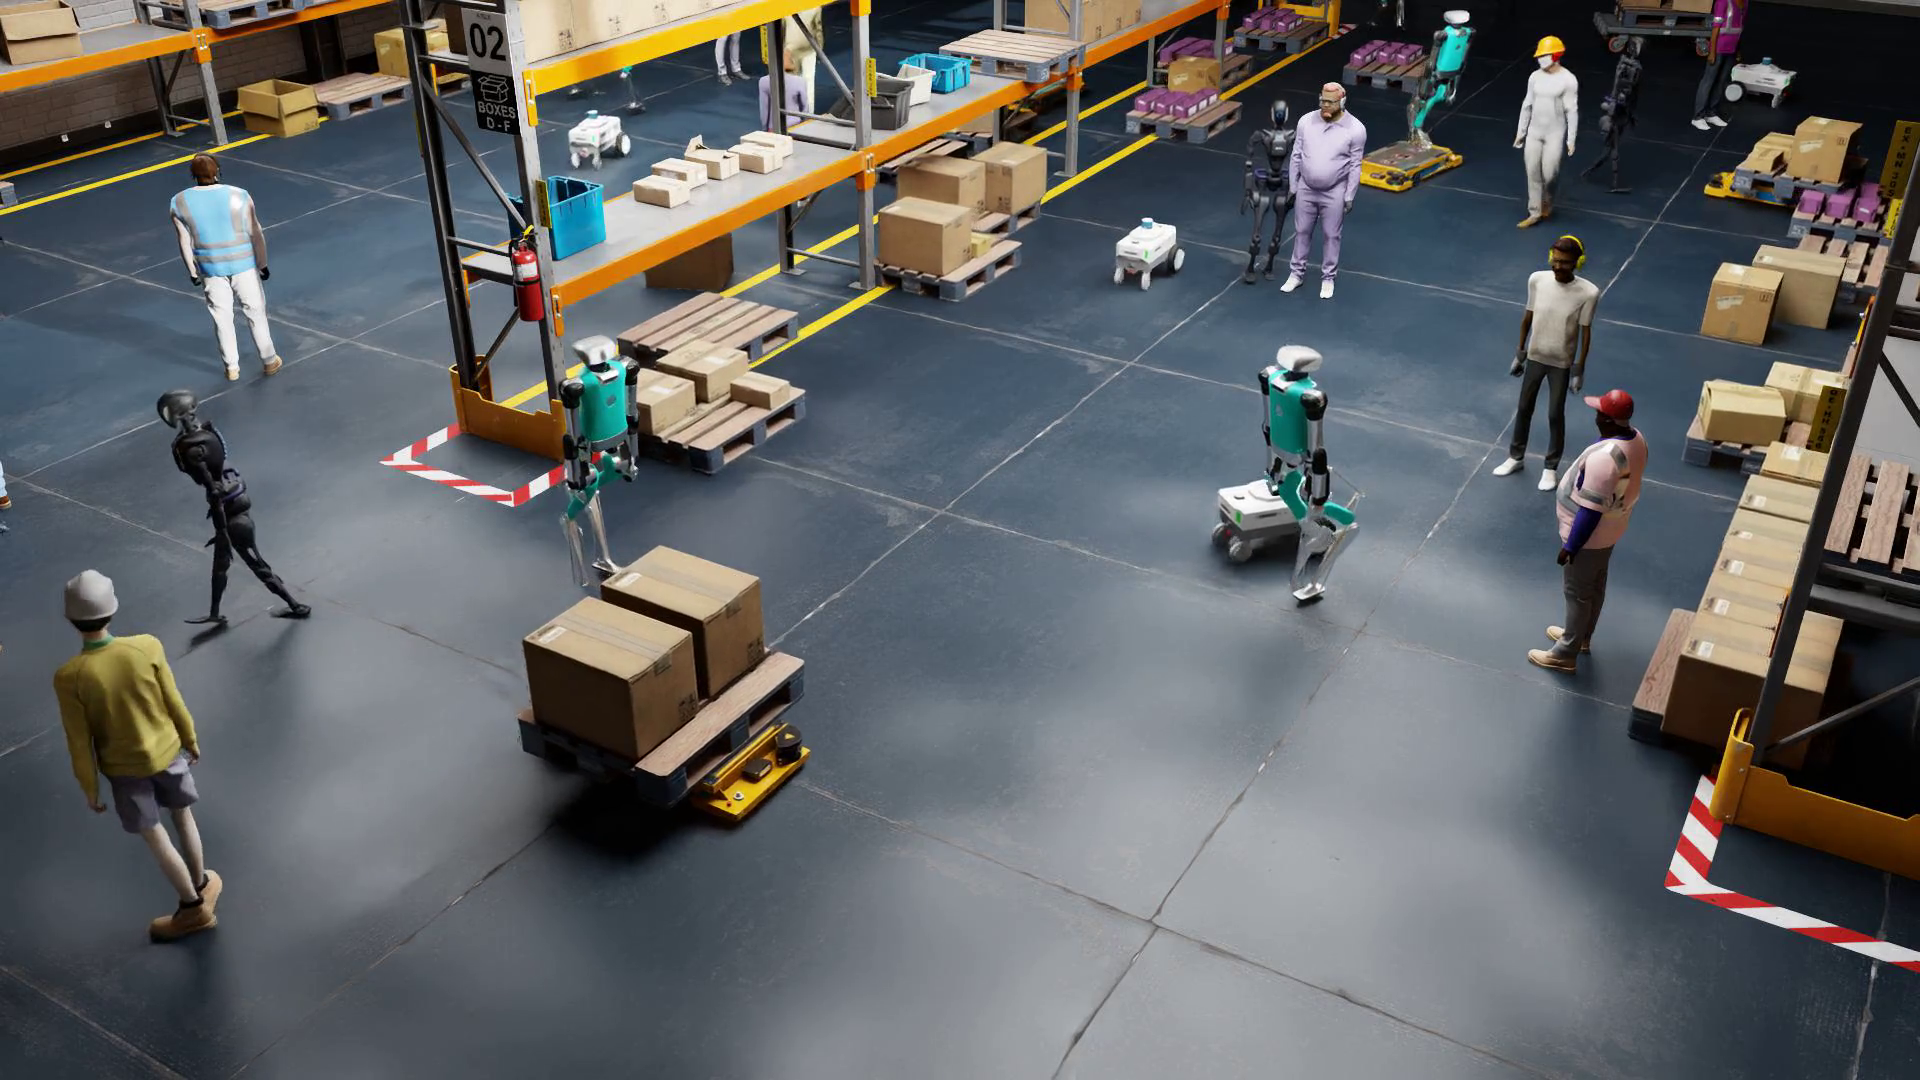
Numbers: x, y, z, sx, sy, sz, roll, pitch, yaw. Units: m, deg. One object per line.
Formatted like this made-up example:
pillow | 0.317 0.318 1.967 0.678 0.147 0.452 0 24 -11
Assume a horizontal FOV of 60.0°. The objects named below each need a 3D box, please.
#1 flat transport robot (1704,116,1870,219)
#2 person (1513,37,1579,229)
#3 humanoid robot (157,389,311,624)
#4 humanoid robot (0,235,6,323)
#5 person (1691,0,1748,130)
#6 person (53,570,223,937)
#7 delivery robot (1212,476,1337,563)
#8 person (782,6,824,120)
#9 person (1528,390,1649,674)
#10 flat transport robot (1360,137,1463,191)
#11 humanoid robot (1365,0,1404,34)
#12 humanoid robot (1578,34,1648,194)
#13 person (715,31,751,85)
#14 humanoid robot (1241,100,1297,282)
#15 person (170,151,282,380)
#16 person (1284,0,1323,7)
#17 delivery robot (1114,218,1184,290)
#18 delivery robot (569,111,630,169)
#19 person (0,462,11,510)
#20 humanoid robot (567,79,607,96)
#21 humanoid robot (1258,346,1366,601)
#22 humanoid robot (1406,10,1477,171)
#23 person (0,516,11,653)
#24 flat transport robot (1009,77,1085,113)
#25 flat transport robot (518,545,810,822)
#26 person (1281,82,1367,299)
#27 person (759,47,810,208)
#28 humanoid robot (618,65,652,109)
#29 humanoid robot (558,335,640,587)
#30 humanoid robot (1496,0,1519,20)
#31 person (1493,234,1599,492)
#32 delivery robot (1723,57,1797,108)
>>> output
flat transport robot | 8.626 -3.641 17.383 1.431 0.231 0.659 22 36 33
person | 5.842 -4.031 16.468 0.623 1.856 0.582 24 37 36
humanoid robot | -4.383 -0.182 9.870 0.721 1.622 0.585 -14 32 -23
humanoid robot | -8.618 -2.692 14.285 0.549 1.641 0.593 26 39 38
person | 9.003 -5.781 19.563 0.514 1.848 0.337 -16 33 -26
person | -3.737 0.994 7.560 0.523 1.876 0.418 -21 36 -32
delivery robot | 2.070 -0.187 10.970 0.783 0.584 0.499 -9 31 -15
person | -1.913 -5.852 19.830 0.580 1.703 0.905 -3 30 -6
person | 3.607 -0.059 9.537 0.420 1.754 0.602 21 36 33
flat transport robot | 4.876 -4.117 18.224 0.659 0.231 1.431 24 37 36
humanoid robot | 6.269 -8.217 24.073 0.541 1.827 0.937 -8 31 -14
humanoid robot | 6.896 -4.472 17.479 0.641 1.674 0.593 26 38 38
person | -2.979 -6.895 21.432 0.424 1.950 0.491 24 37 35
humanoid robot | 2.858 -3.136 15.054 0.602 1.657 0.408 0 29 1
person | -5.800 -2.168 13.180 0.630 1.843 0.429 -9 31 -16
person | 5.209 -8.988 25.374 0.800 1.710 0.588 3 30 6
delivery robot | 1.730 -2.679 15.405 0.499 0.608 0.799 15 33 25
delivery robot | -4.069 -4.500 18.624 0.499 0.608 0.803 8 30 13
person | -6.793 -1.040 11.029 0.376 1.997 0.610 14 32 23
humanoid robot | -4.796 -6.305 20.633 0.822 1.787 0.562 -24 37 -36
humanoid robot | 2.179 -0.345 10.162 0.777 1.869 0.540 -15 33 -24
humanoid robot | 5.134 -4.953 18.233 0.530 1.753 0.921 -14 32 -23
person | -5.802 -0.033 9.320 0.706 1.922 0.820 22 36 34
flat transport robot | 0.957 -5.630 20.901 0.659 0.231 1.431 17 34 27
flat transport robot | -1.586 1.071 9.047 1.431 0.231 0.659 16 33 27
person | 3.209 -3.097 14.758 0.640 1.908 0.412 14 32 23
person | -1.781 -4.201 16.985 0.506 1.630 0.267 0 29 0
humanoid robot | -3.995 -5.994 20.048 0.554 1.771 0.877 17 33 27
humanoid robot | -2.319 -0.464 10.344 0.775 1.835 0.543 25 38 37
humanoid robot | 8.173 -8.578 24.696 0.606 1.633 0.459 4 30 8
person | 4.081 -1.231 11.518 0.521 1.856 0.343 24 37 35
delivery robot | 9.989 -5.720 20.776 0.773 0.602 0.524 24 37 35
